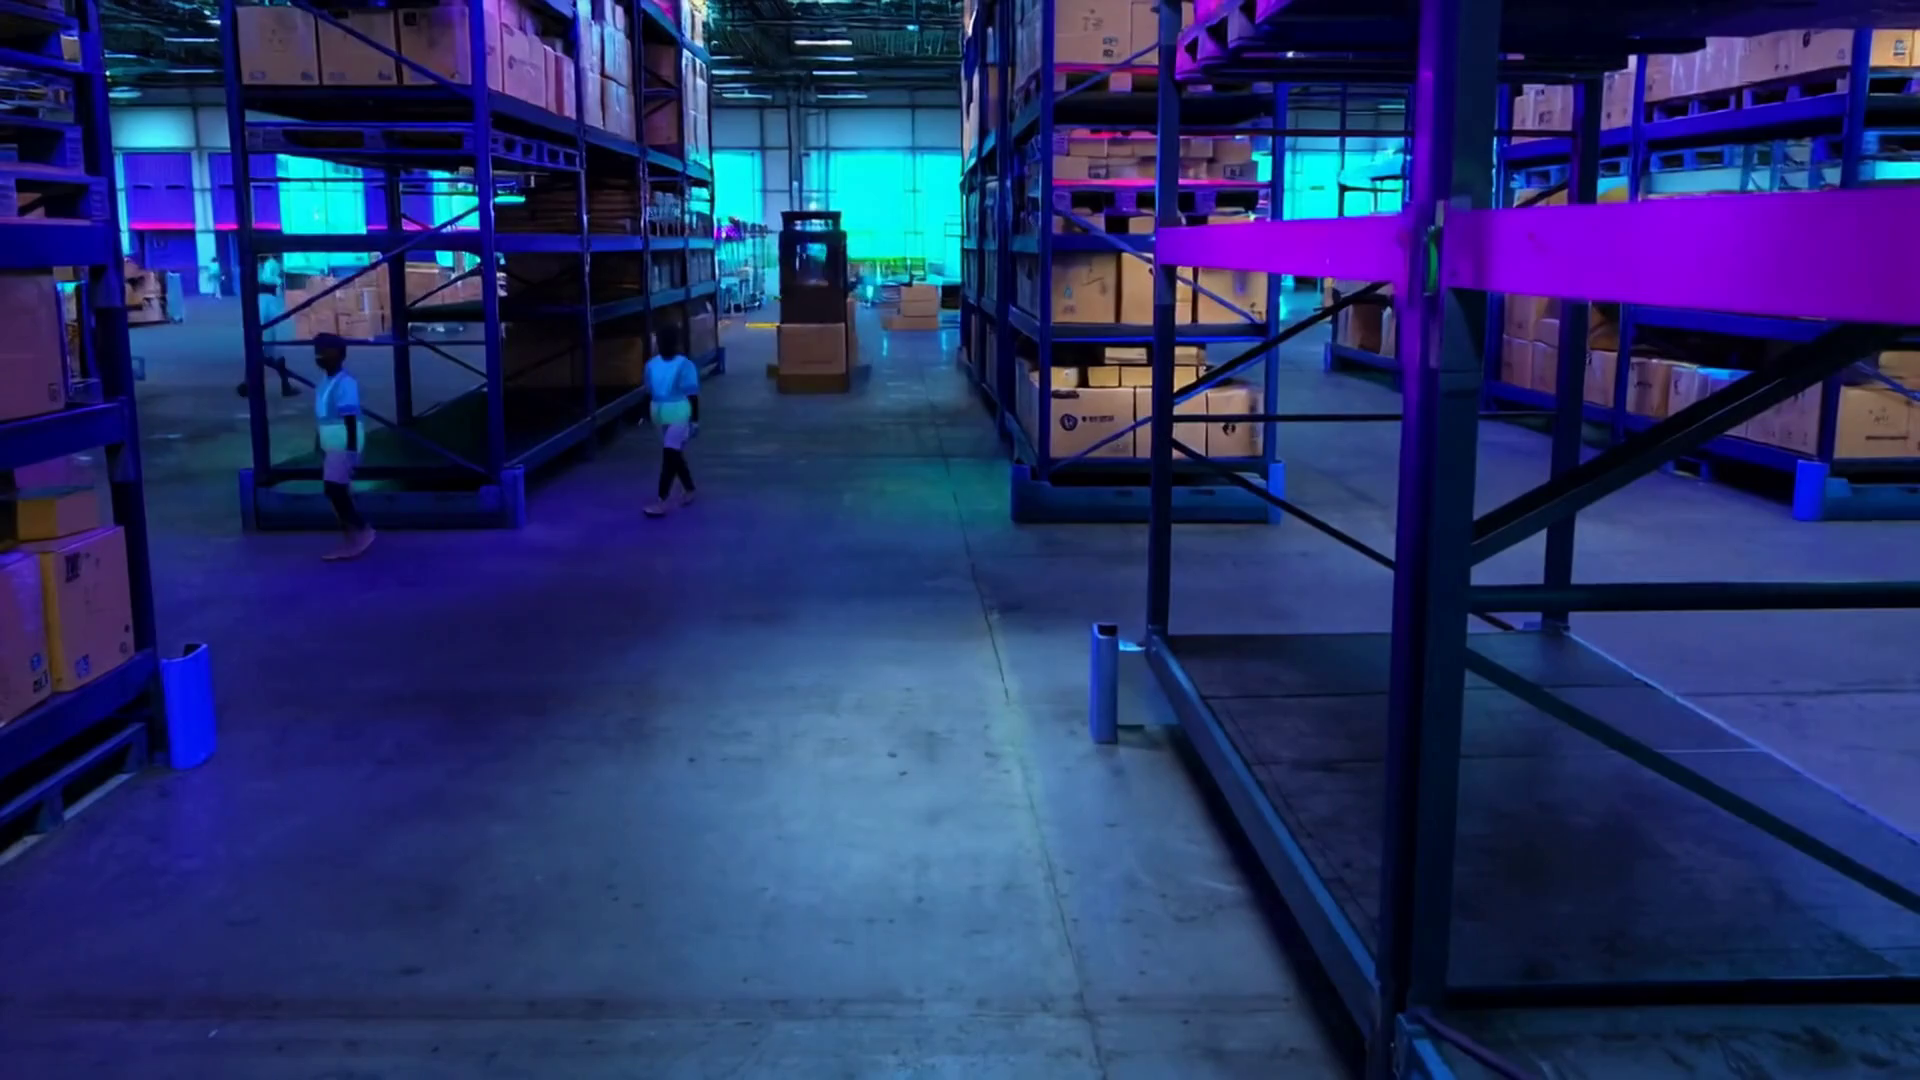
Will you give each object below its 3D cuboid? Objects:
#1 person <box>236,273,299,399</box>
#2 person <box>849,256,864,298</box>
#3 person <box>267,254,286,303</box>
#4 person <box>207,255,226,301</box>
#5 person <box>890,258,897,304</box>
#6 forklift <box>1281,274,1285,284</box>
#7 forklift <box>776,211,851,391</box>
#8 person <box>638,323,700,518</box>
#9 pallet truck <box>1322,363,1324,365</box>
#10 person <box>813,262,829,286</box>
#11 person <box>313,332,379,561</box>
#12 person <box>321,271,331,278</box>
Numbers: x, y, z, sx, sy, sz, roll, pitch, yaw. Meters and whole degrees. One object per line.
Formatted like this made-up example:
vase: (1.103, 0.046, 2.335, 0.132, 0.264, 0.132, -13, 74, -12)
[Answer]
person: (-10.479, -3.060, 24.982, 0.556, 1.885, 1.017, 5, 11, 24)
person: (-3.855, -9.859, 63.075, 0.967, 1.802, 0.549, -8, 13, -36)
person: (-26.171, -9.963, 63.447, 1.010, 1.884, 0.606, 4, 11, 22)
person: (-29.356, -10.339, 65.731, 0.992, 1.791, 0.645, 9, 14, 42)
person: (-2.512, -9.821, 63.014, 0.322, 1.738, 0.488, 0, 10, 0)
forklift: (12.240, -10.302, 62.509, 1.129, 2.768, 1.873, 0, 10, -2)
forklift: (-2.333, -3.811, 26.354, 1.129, 2.768, 1.873, 0, 10, -2)
person: (-2.506, -1.034, 14.299, 0.548, 1.650, 0.862, 6, 12, 29)
pallet truck: (7.712, -4.157, 30.737, 1.885, 1.965, 0.823, 3, 11, 16)
person: (-2.915, -4.997, 35.669, 1.043, 1.907, 0.613, 3, 11, 18)
person: (-4.555, -0.673, 12.182, 0.362, 1.684, 0.558, -8, 13, -37)
person: (-15.087, -5.553, 39.443, 0.826, 1.669, 0.534, 0, 10, -2)
